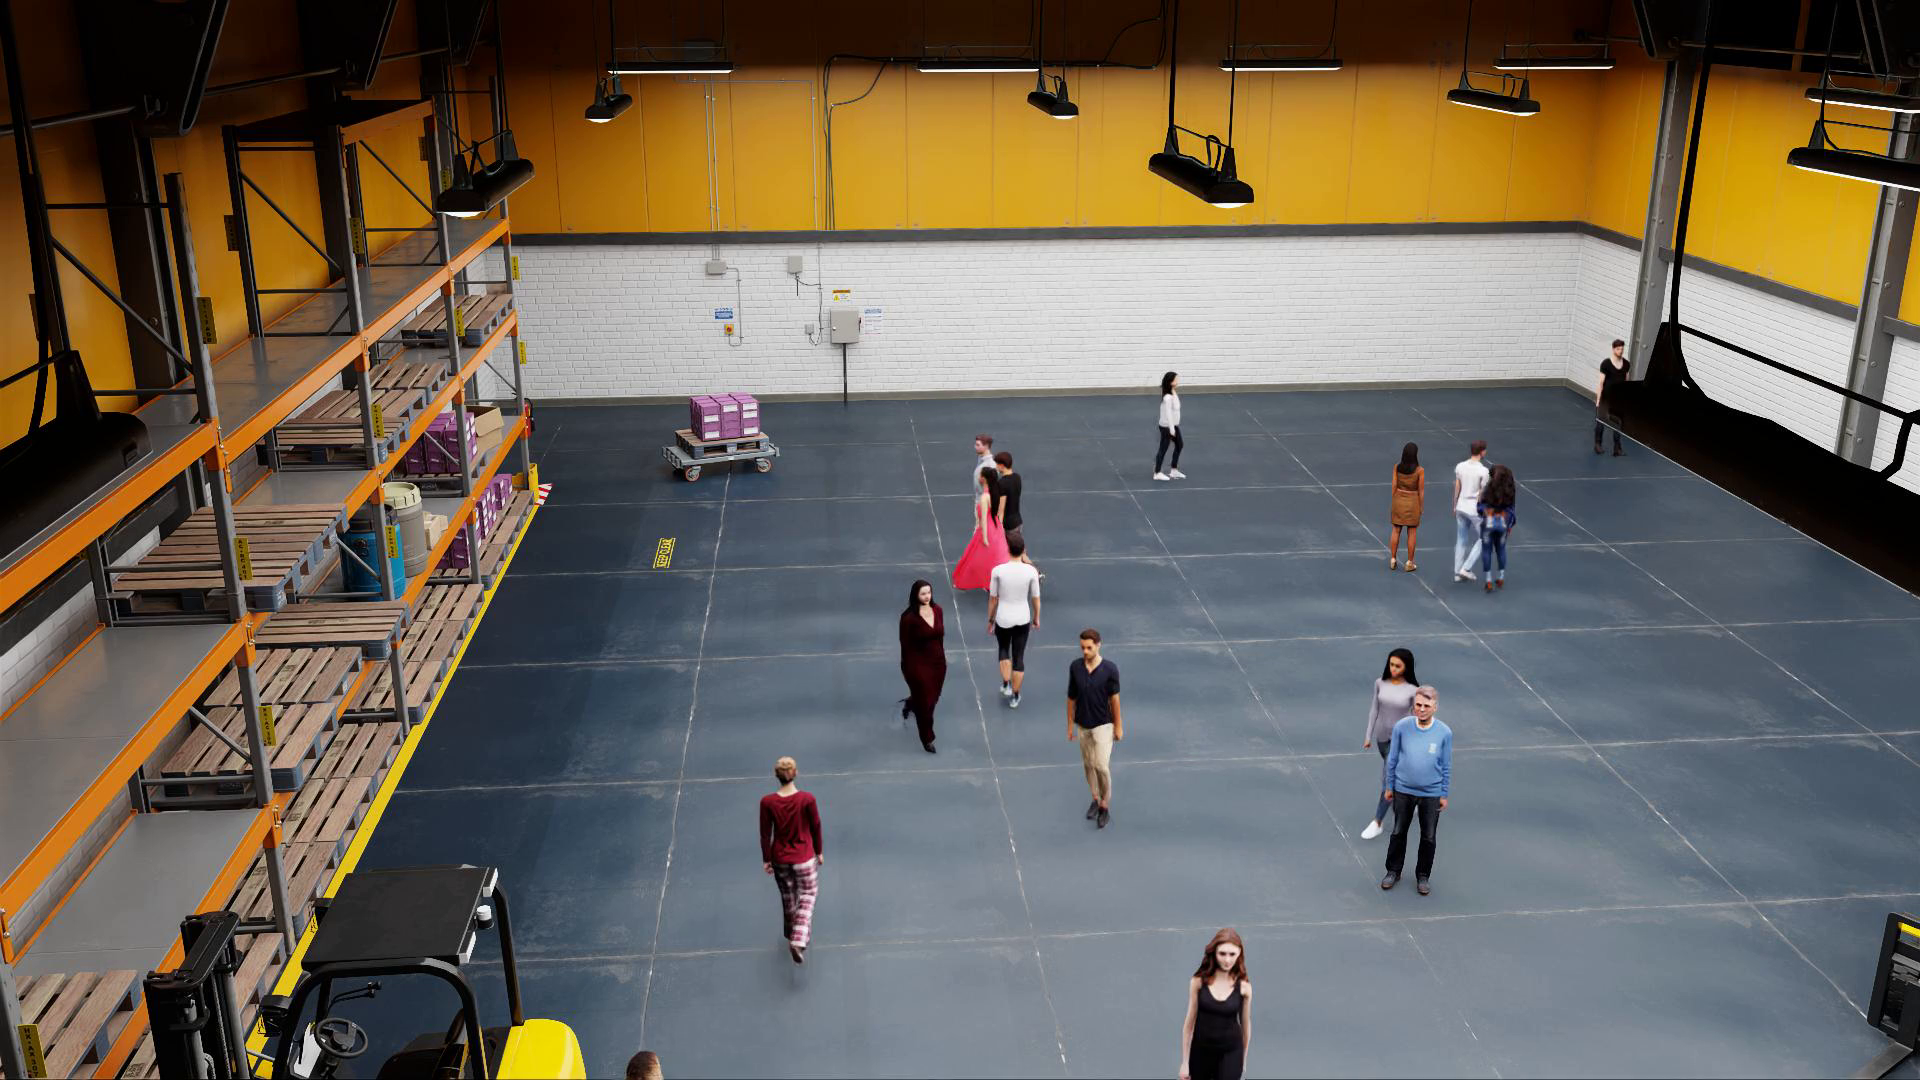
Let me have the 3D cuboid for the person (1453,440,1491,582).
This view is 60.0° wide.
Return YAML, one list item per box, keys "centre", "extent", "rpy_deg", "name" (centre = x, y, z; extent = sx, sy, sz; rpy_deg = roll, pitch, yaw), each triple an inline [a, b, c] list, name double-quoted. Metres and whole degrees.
- centre: [6.325, -0.329, 20.733]
  extent: [0.876, 1.840, 0.785]
  rpy_deg: [-15, 24, -38]
  name: "person"

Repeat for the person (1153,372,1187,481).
- centre: [3.061, -1.714, 25.086]
  extent: [0.832, 1.685, 0.769]
  rpy_deg: [5, 19, 15]
  name: "person"

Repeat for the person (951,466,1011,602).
- centre: [0.431, -0.035, 20.095]
  extent: [1.067, 1.690, 1.076]
  rpy_deg: [12, 22, 31]
  name: "person"

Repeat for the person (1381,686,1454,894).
- centre: [3.787, 2.037, 13.740]
  extent: [0.741, 1.818, 0.720]
  rpy_deg: [7, 20, 19]
  name: "person"

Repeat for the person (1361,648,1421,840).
- centre: [3.903, 1.754, 14.768]
  extent: [1.170, 1.698, 1.159]
  rpy_deg: [17, 25, 41]
  name: "person"

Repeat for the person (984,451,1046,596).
- centre: [0.670, -0.171, 20.273]
  extent: [1.058, 1.834, 1.069]
  rpy_deg: [10, 21, 28]
  name: "person"

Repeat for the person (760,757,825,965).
- centre: [-1.273, 2.449, 12.727]
  extent: [0.693, 1.685, 0.937]
  rpy_deg: [1, 19, 2]
  name: "person"

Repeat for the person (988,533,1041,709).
- centre: [0.552, 0.865, 17.196]
  extent: [0.739, 1.835, 0.740]
  rpy_deg: [1, 19, 2]
  name: "person"

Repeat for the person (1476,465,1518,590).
- centre: [6.602, -0.145, 20.552]
  extent: [0.708, 1.606, 0.804]
  rpy_deg: [3, 19, 8]
  name: "person"

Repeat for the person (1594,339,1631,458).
- centre: [10.325, -2.273, 26.470]
  extent: [0.738, 1.862, 1.058]
  rpy_deg: [-1, 19, -3]
  name: "person"

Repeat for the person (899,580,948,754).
- centre: [-0.413, 1.204, 16.335]
  extent: [0.949, 1.742, 1.064]
  rpy_deg: [-14, 23, -36]
  name: "person"

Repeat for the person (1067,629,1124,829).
- centre: [1.230, 1.625, 14.936]
  extent: [0.796, 1.836, 0.839]
  rpy_deg: [8, 20, 23]
  name: "person"

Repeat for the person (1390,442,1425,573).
- centre: [5.708, -0.429, 21.268]
  extent: [0.639, 1.687, 0.674]
  rpy_deg: [11, 22, 29]
  name: "person"

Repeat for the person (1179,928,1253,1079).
- centre: [1.604, 3.184, 10.487]
  extent: [0.779, 1.721, 1.120]
  rpy_deg: [3, 19, 10]
  name: "person"
